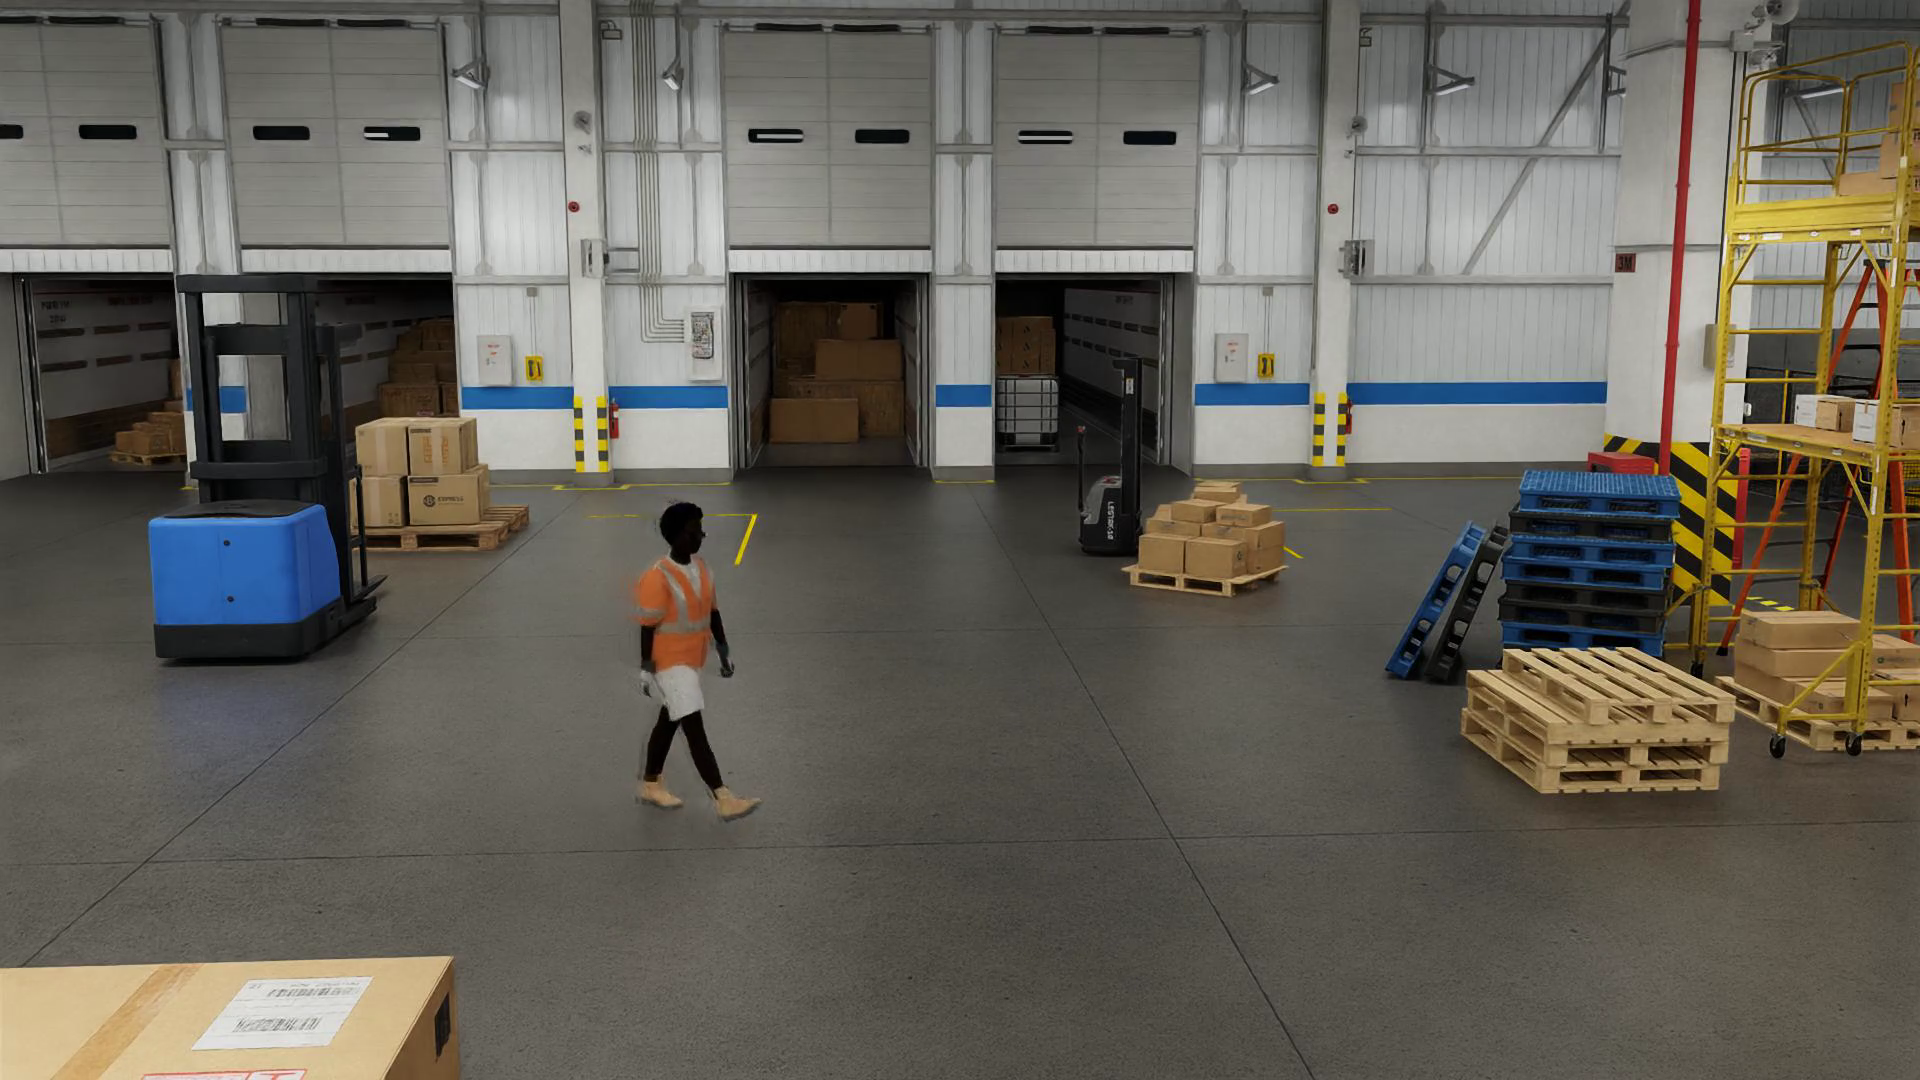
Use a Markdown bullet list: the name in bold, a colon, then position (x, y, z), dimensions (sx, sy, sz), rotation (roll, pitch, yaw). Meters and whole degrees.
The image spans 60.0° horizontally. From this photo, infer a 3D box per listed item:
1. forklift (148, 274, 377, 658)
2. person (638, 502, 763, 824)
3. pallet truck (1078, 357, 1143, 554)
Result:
- **forklift**: position (-5.348, -0.627, 12.681), dimensions (1.129, 2.768, 1.873), rotation (-1, 9, -4)
- **person**: position (-1.357, 0.632, 8.585), dimensions (0.847, 1.649, 0.557), rotation (4, 10, 24)
- **pallet truck**: position (2.088, -0.836, 16.757), dimensions (1.885, 1.965, 0.823), rotation (2, 9, 13)
